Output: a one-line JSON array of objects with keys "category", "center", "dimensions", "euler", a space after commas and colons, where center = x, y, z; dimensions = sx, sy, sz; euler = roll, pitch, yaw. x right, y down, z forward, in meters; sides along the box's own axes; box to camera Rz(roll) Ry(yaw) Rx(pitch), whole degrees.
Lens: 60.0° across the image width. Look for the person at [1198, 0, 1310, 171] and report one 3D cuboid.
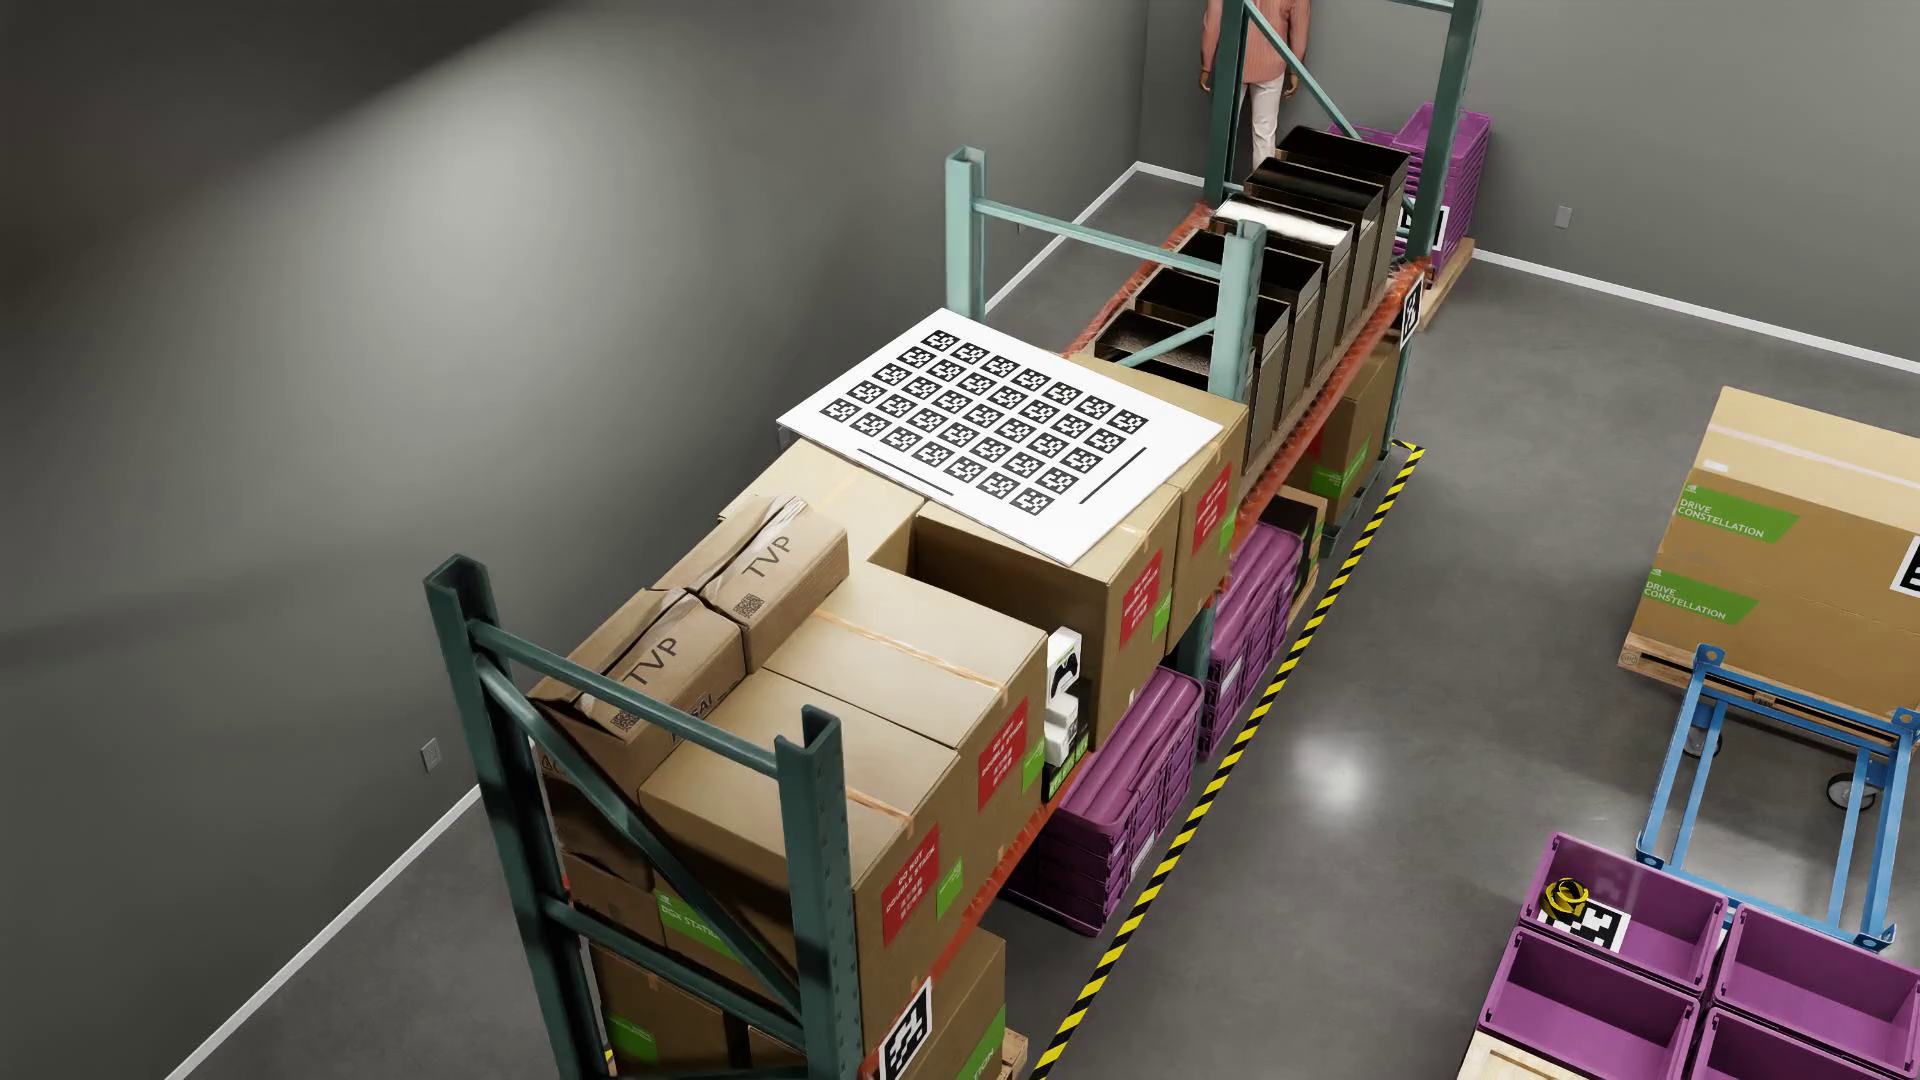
[{"category": "person", "center": [1.738, -2.840, 9.937], "dimensions": [0.625, 1.992, 0.386], "euler": [4, 40, 5]}]
